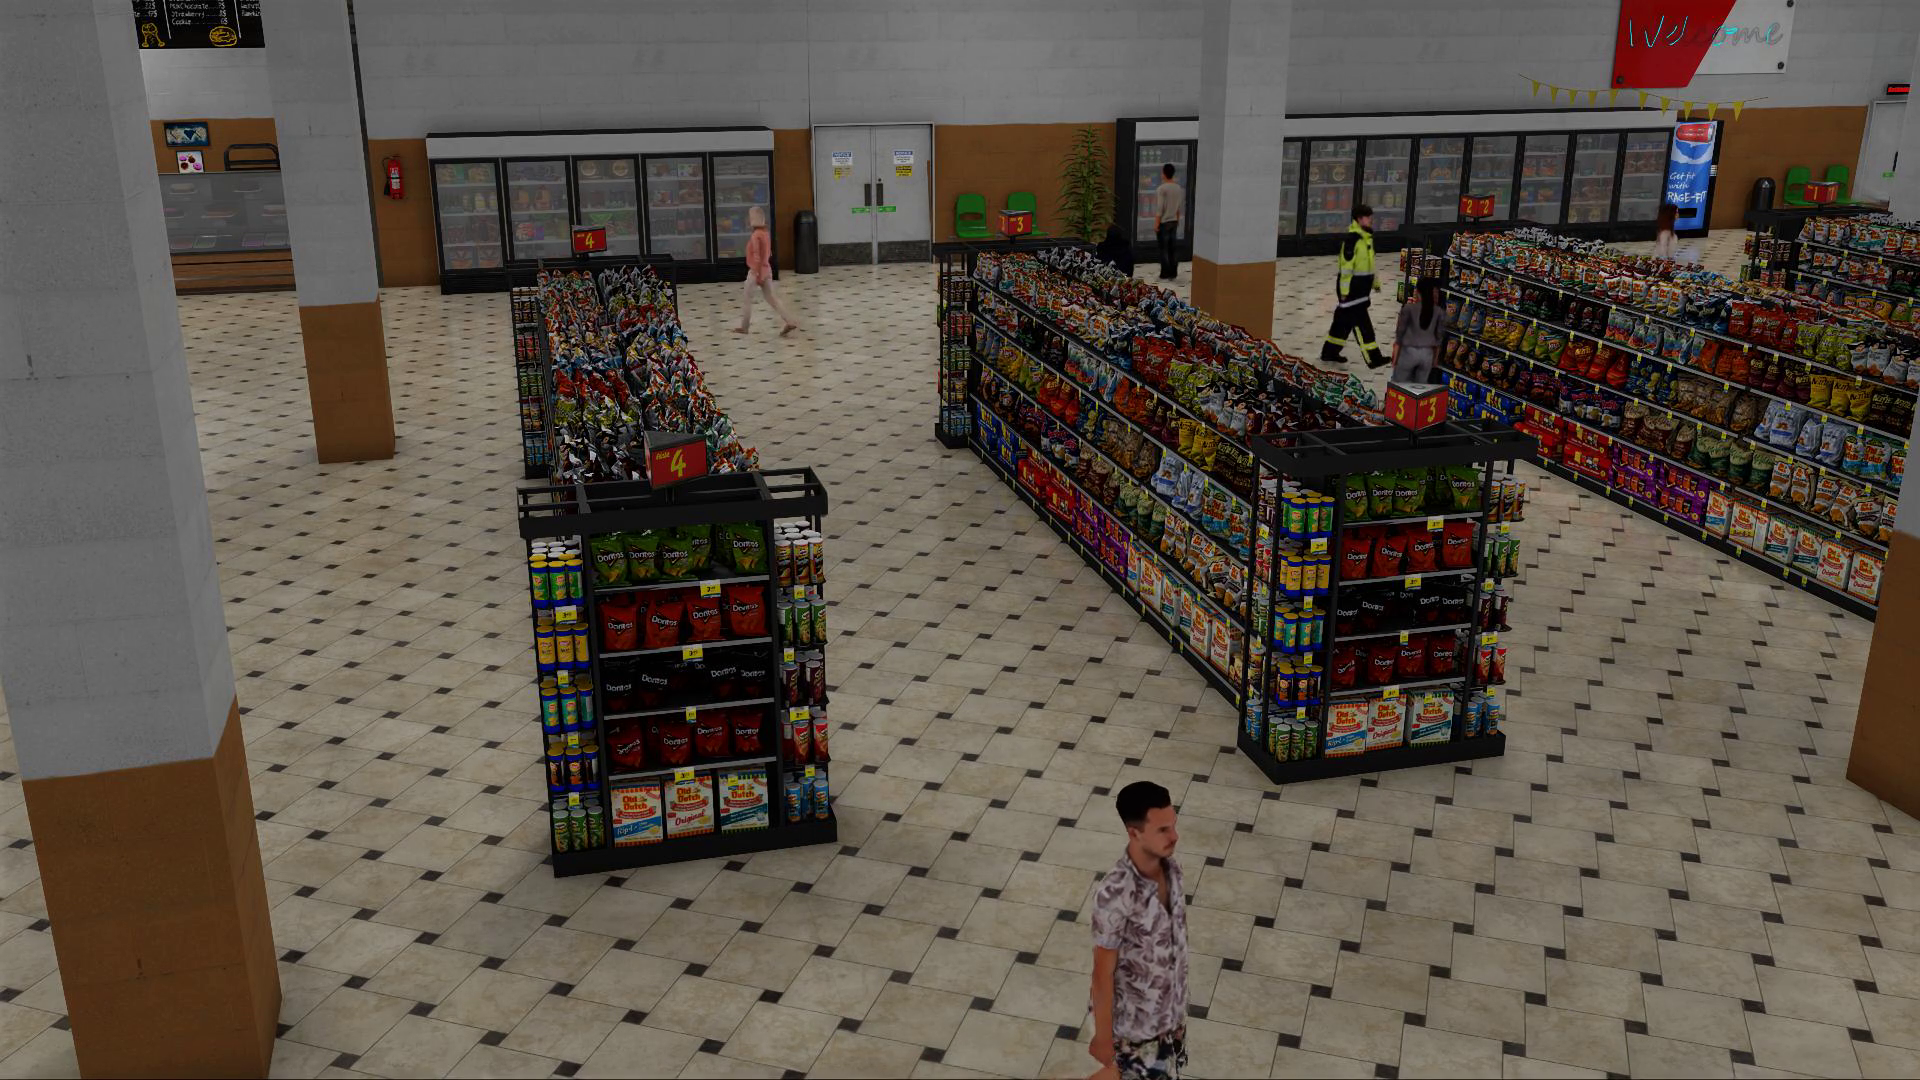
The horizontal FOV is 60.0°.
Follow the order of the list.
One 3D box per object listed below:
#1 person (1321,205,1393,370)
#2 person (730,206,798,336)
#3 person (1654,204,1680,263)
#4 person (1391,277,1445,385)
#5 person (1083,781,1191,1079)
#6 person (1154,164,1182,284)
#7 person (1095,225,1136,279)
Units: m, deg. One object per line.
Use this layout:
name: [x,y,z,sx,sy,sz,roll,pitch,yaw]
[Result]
person: [4.678,-3.040,20.060,1.321,1.935,1.242,11,22,30]
person: [-2.530,-3.481,21.760,1.051,1.685,1.160,5,19,14]
person: [9.187,-3.565,21.987,1.116,1.698,0.990,14,23,35]
person: [4.632,-1.814,16.838,0.715,1.670,0.661,-1,19,-3]
person: [0.605,1.695,6.237,1.100,1.795,1.020,13,22,33]
person: [3.233,-4.921,25.841,0.729,1.806,0.677,-14,23,-35]
person: [1.894,-3.059,20.524,0.672,1.674,0.653,-4,19,-11]
